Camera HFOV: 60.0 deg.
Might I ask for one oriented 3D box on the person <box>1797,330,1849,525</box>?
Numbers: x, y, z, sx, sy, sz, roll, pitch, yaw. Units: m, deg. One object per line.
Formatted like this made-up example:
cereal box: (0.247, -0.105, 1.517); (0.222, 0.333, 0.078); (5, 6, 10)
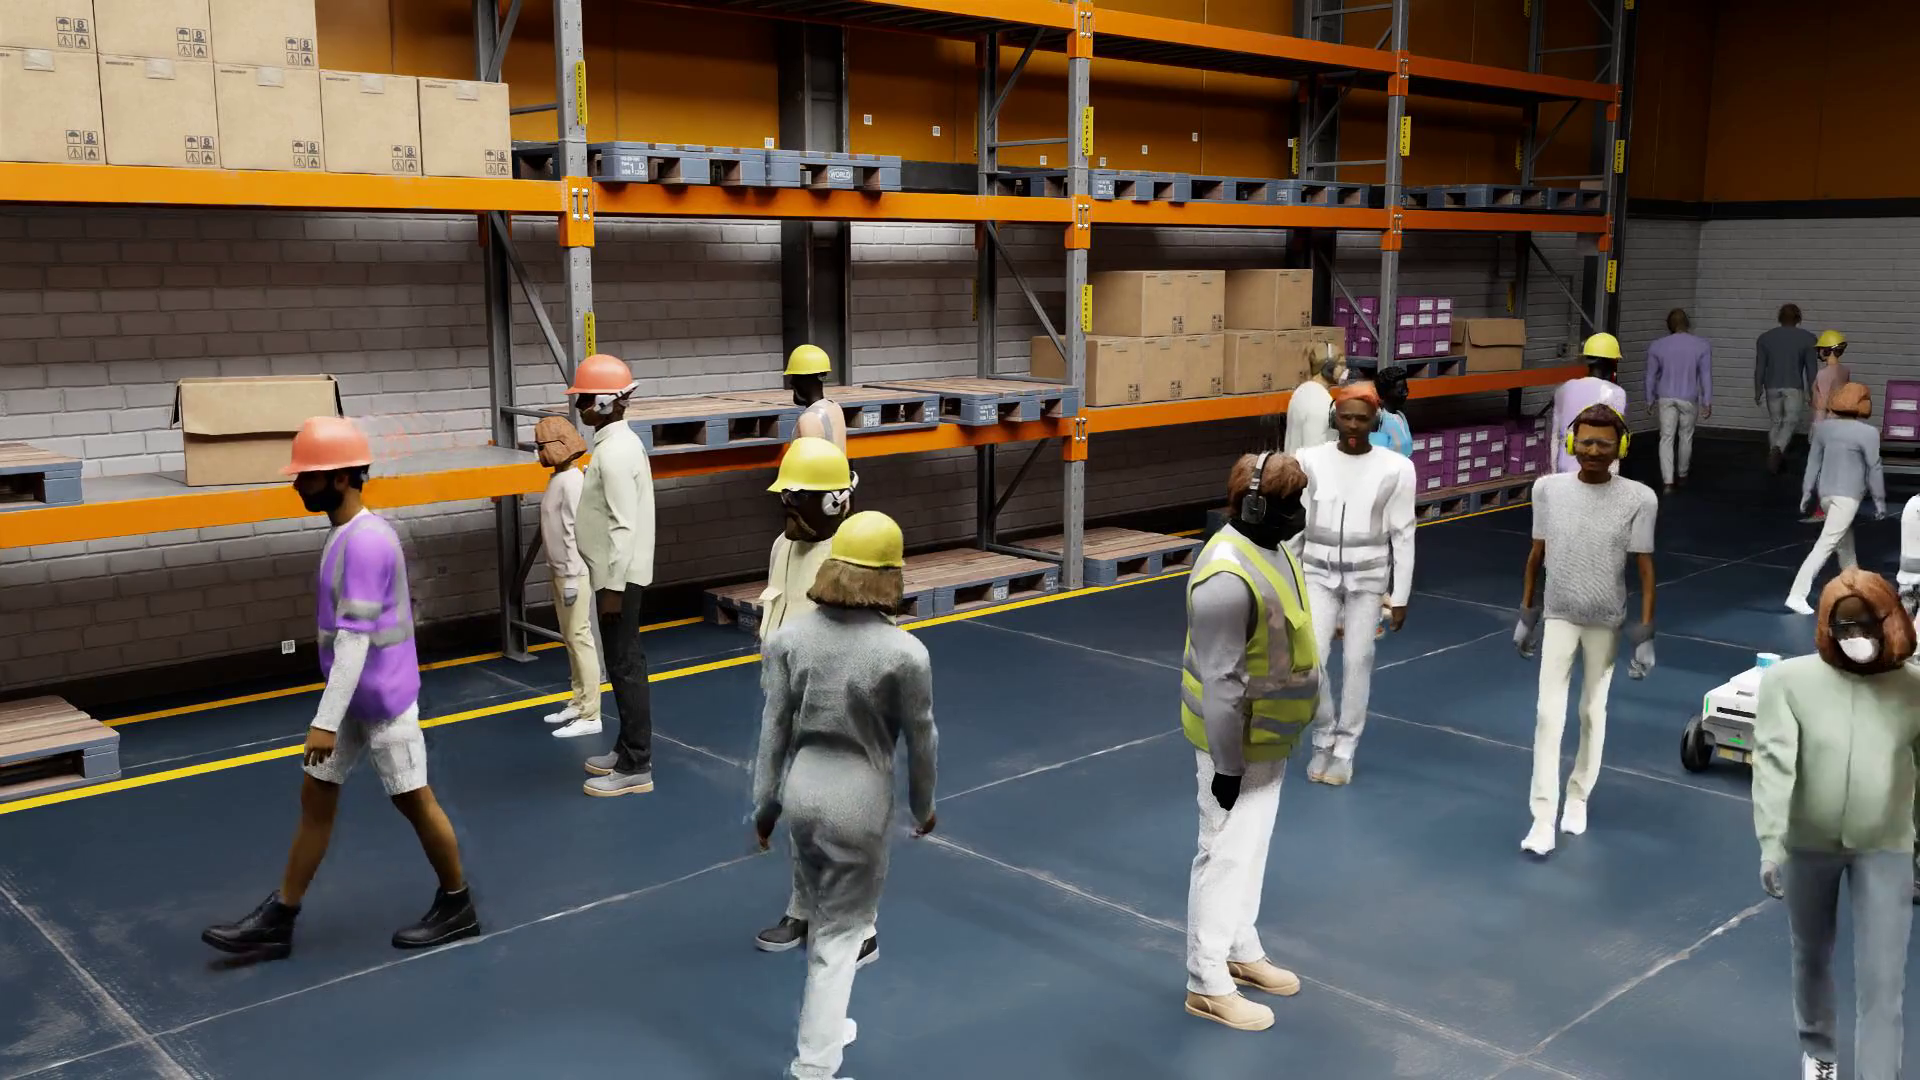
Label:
person: (7.854, -1.018, 15.107); (0.533, 1.767, 0.325); (-8, 13, -40)

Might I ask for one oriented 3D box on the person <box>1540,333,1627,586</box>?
person: (4.307, -0.488, 11.600); (0.662, 1.909, 0.593); (-6, 11, -30)

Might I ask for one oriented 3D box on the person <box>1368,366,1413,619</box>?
person: (2.889, -0.328, 11.265); (0.316, 1.696, 0.541); (6, 11, 30)

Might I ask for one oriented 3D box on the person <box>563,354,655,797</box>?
person: (-1.574, 0.157, 7.550); (0.386, 1.992, 0.625); (-2, 10, -9)

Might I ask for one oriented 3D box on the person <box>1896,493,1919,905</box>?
person: (3.854, 0.407, 6.323); (0.554, 1.915, 0.688); (8, 13, 39)

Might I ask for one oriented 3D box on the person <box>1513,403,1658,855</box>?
person: (2.528, 0.370, 6.766); (0.565, 1.833, 0.860); (5, 11, 26)

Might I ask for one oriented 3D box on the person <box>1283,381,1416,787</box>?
person: (1.749, 0.216, 7.572); (0.615, 1.869, 0.448); (4, 10, 22)

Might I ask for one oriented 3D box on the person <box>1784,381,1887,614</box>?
person: (6.009, -0.287, 11.351); (0.905, 1.585, 0.514); (-3, 10, -17)

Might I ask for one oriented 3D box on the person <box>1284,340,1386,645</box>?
person: (2.307, -0.291, 10.415); (0.894, 1.900, 0.648); (-1, 10, -4)

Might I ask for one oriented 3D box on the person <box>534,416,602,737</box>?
person: (-2.005, 0.182, 8.483); (0.270, 1.627, 0.499); (-4, 11, -24)

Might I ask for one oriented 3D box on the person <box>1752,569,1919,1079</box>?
person: (2.406, 0.879, 4.509); (0.501, 1.586, 0.841); (5, 11, 25)

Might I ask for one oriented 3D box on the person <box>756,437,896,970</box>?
person: (-0.477, 0.561, 5.663); (0.404, 1.830, 0.602); (-9, 13, -41)

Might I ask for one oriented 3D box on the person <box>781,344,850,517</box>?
person: (-0.841, -0.167, 9.647); (0.385, 1.925, 0.592); (2, 10, 9)

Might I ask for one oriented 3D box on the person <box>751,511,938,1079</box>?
person: (-0.298, 0.769, 4.790); (0.500, 1.711, 0.694); (5, 11, 29)

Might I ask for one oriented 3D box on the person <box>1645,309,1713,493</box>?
person: (7.471, -1.452, 17.316); (0.644, 1.873, 1.035); (4, 10, 22)

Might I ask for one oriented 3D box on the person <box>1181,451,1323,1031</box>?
person: (0.926, 0.627, 5.297); (0.432, 1.836, 0.619); (4, 11, 24)

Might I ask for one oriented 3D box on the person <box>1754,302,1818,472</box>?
person: (9.201, -1.692, 18.597); (0.638, 1.918, 0.821); (8, 13, 40)

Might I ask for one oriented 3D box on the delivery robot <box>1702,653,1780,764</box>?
delivery robot: (3.799, 0.778, 7.853); (0.477, 0.478, 0.707); (9, 13, 44)

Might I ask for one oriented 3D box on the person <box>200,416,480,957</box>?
person: (-2.129, 0.534, 5.656); (0.969, 1.887, 0.561); (-6, 11, -32)
